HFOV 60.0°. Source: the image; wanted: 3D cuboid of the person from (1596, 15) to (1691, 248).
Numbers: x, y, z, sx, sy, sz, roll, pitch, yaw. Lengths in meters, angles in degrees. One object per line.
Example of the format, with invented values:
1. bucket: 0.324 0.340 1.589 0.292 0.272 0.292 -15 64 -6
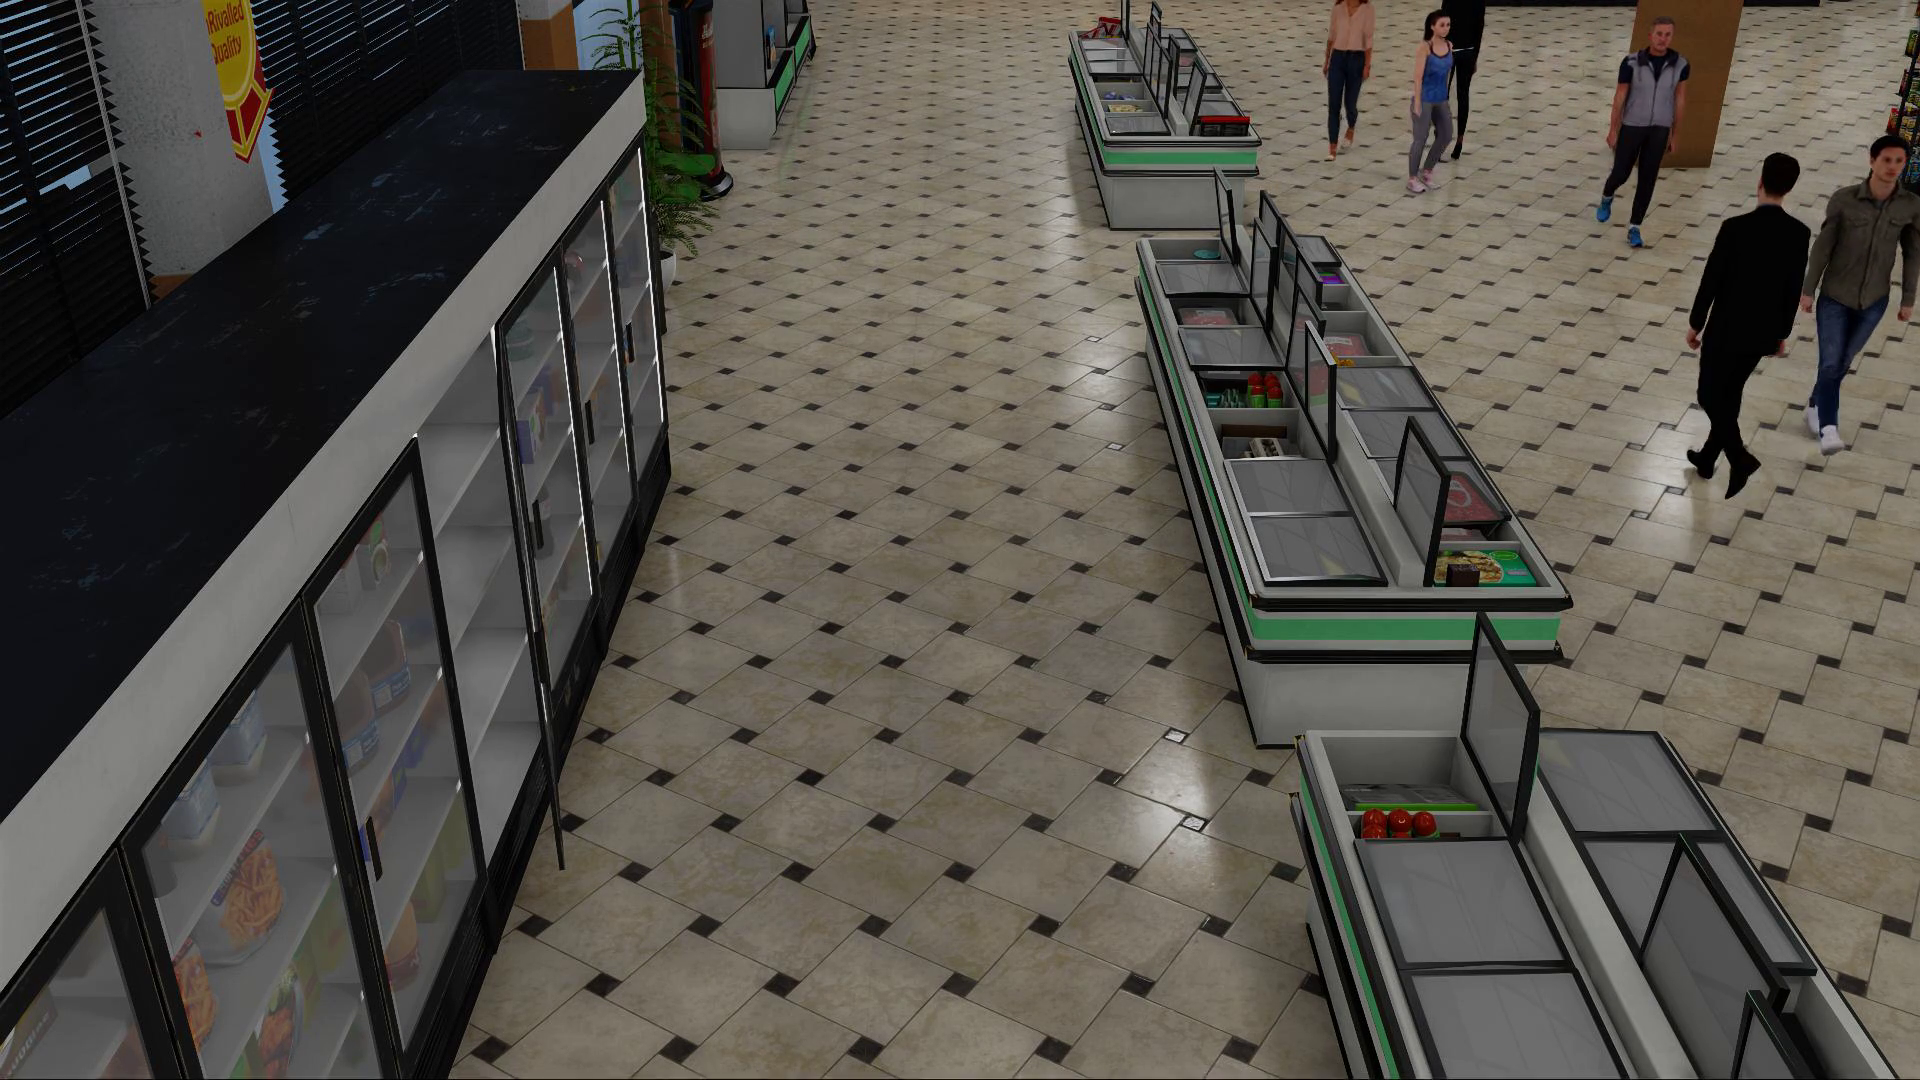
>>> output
1. person: 5.505 -3.314 13.429 0.758 1.811 0.913 3 27 6

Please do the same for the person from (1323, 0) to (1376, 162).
1. person: 3.728 -4.531 15.900 0.921 1.747 1.233 11 29 20

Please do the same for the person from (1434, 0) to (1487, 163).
1. person: 4.721 -4.539 15.817 0.603 1.834 0.530 -2 27 -4

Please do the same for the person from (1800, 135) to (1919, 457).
1. person: 5.200 -1.439 9.714 0.845 1.826 1.149 4 27 8

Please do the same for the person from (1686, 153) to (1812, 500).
1. person: 4.273 -1.111 9.032 0.705 1.859 1.049 -1 27 -2

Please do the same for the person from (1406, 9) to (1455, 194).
1. person: 4.157 -3.917 14.855 0.682 1.598 0.717 -12 29 -23
